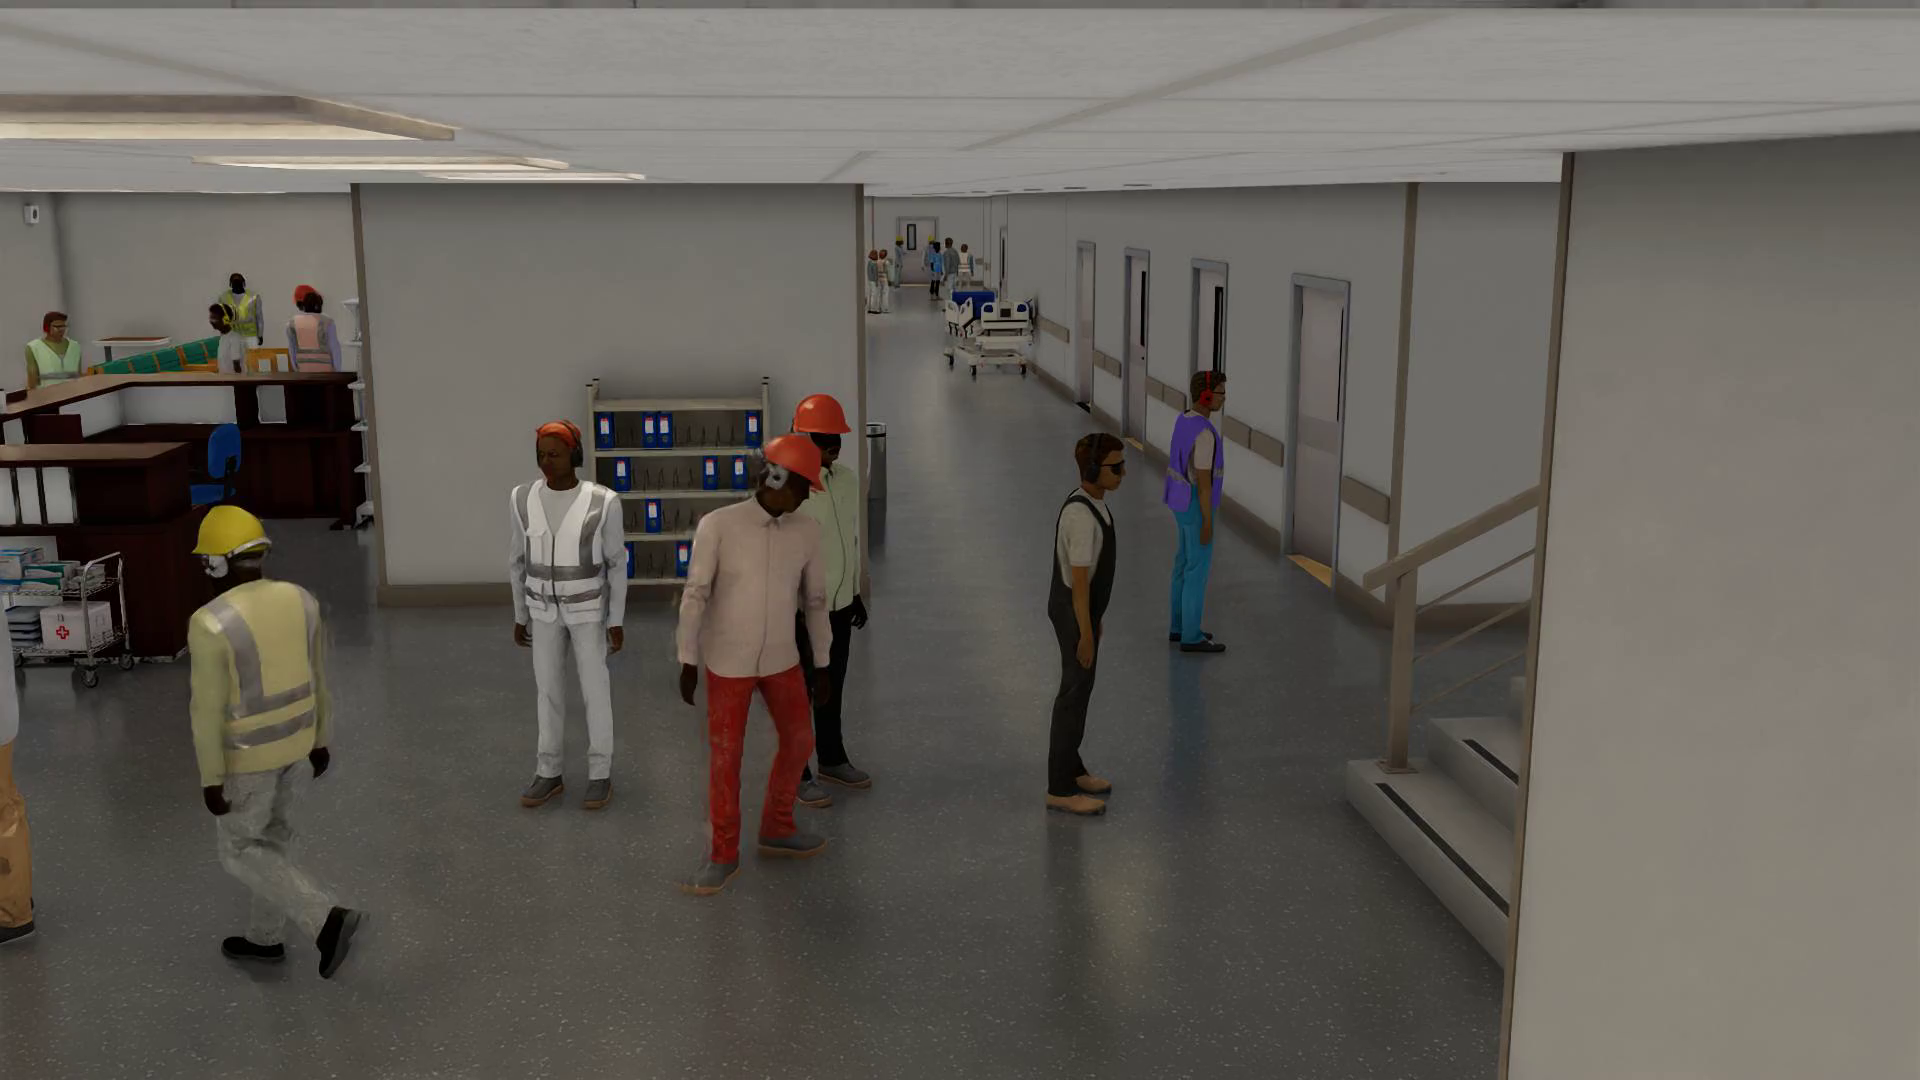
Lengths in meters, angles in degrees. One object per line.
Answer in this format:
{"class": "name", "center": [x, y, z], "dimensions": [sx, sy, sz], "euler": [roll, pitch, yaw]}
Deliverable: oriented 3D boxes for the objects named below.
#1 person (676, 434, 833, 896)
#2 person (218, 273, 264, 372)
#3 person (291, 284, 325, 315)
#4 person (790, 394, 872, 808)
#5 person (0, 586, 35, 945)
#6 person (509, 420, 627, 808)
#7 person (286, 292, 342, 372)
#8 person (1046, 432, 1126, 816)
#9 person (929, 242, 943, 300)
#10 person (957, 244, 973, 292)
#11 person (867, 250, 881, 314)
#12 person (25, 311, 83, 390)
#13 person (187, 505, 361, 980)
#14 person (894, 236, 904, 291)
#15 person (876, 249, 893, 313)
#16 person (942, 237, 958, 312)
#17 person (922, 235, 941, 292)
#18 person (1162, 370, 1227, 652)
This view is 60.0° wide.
{"class": "person", "center": [-0.865, 0.522, 7.059], "dimensions": [0.710, 1.944, 0.400], "euler": [-7, 13, -31]}
{"class": "person", "center": [-10.750, -3.072, 24.895], "dimensions": [0.630, 1.836, 0.430], "euler": [-3, 12, -14]}
{"class": "person", "center": [-7.726, -2.092, 19.892], "dimensions": [0.405, 1.914, 0.554], "euler": [-2, 12, -9]}
{"class": "person", "center": [-0.680, 0.282, 8.095], "dimensions": [0.376, 1.995, 0.612], "euler": [8, 14, 34]}
{"class": "person", "center": [-3.873, 0.726, 6.516], "dimensions": [0.327, 1.753, 0.561], "euler": [-5, 13, -24]}
{"class": "person", "center": [-1.880, 0.361, 7.987], "dimensions": [0.575, 1.882, 0.360], "euler": [2, 12, 10]}
{"class": "person", "center": [-7.553, -1.986, 19.576], "dimensions": [0.619, 1.838, 0.430], "euler": [1, 12, 7]}
{"class": "person", "center": [0.603, 0.393, 7.952], "dimensions": [0.359, 1.839, 0.508], "euler": [2, 12, 10]}
{"class": "person", "center": [-0.682, -7.839, 48.510], "dimensions": [0.321, 1.697, 0.530], "euler": [9, 14, 36]}
{"class": "person", "center": [0.134, -7.825, 48.587], "dimensions": [0.521, 1.640, 0.310], "euler": [2, 12, 10]}
{"class": "person", "center": [-2.222, -6.618, 42.701], "dimensions": [0.268, 1.632, 0.507], "euler": [-5, 13, -25]}
{"class": "person", "center": [-9.196, -1.418, 16.891], "dimensions": [0.778, 1.818, 0.612], "euler": [7, 14, 32]}
{"class": "person", "center": [-2.534, 0.771, 6.176], "dimensions": [0.696, 1.804, 0.617], "euler": [4, 12, 20]}
{"class": "person", "center": [-1.955, -8.952, 53.835], "dimensions": [0.312, 1.744, 0.487], "euler": [3, 12, 15]}
{"class": "person", "center": [-1.977, -6.691, 43.028], "dimensions": [0.522, 1.645, 0.306], "euler": [11, 16, 43]}
{"class": "person", "center": [-0.266, -6.945, 43.549], "dimensions": [0.376, 1.940, 0.629], "euler": [5, 13, 23]}
{"class": "person", "center": [-0.896, -8.684, 52.405], "dimensions": [0.591, 1.803, 0.815], "euler": [-3, 12, -15]}
{"class": "person", "center": [1.523, -0.183, 10.771], "dimensions": [0.392, 1.837, 0.560], "euler": [-1, 12, -7]}
